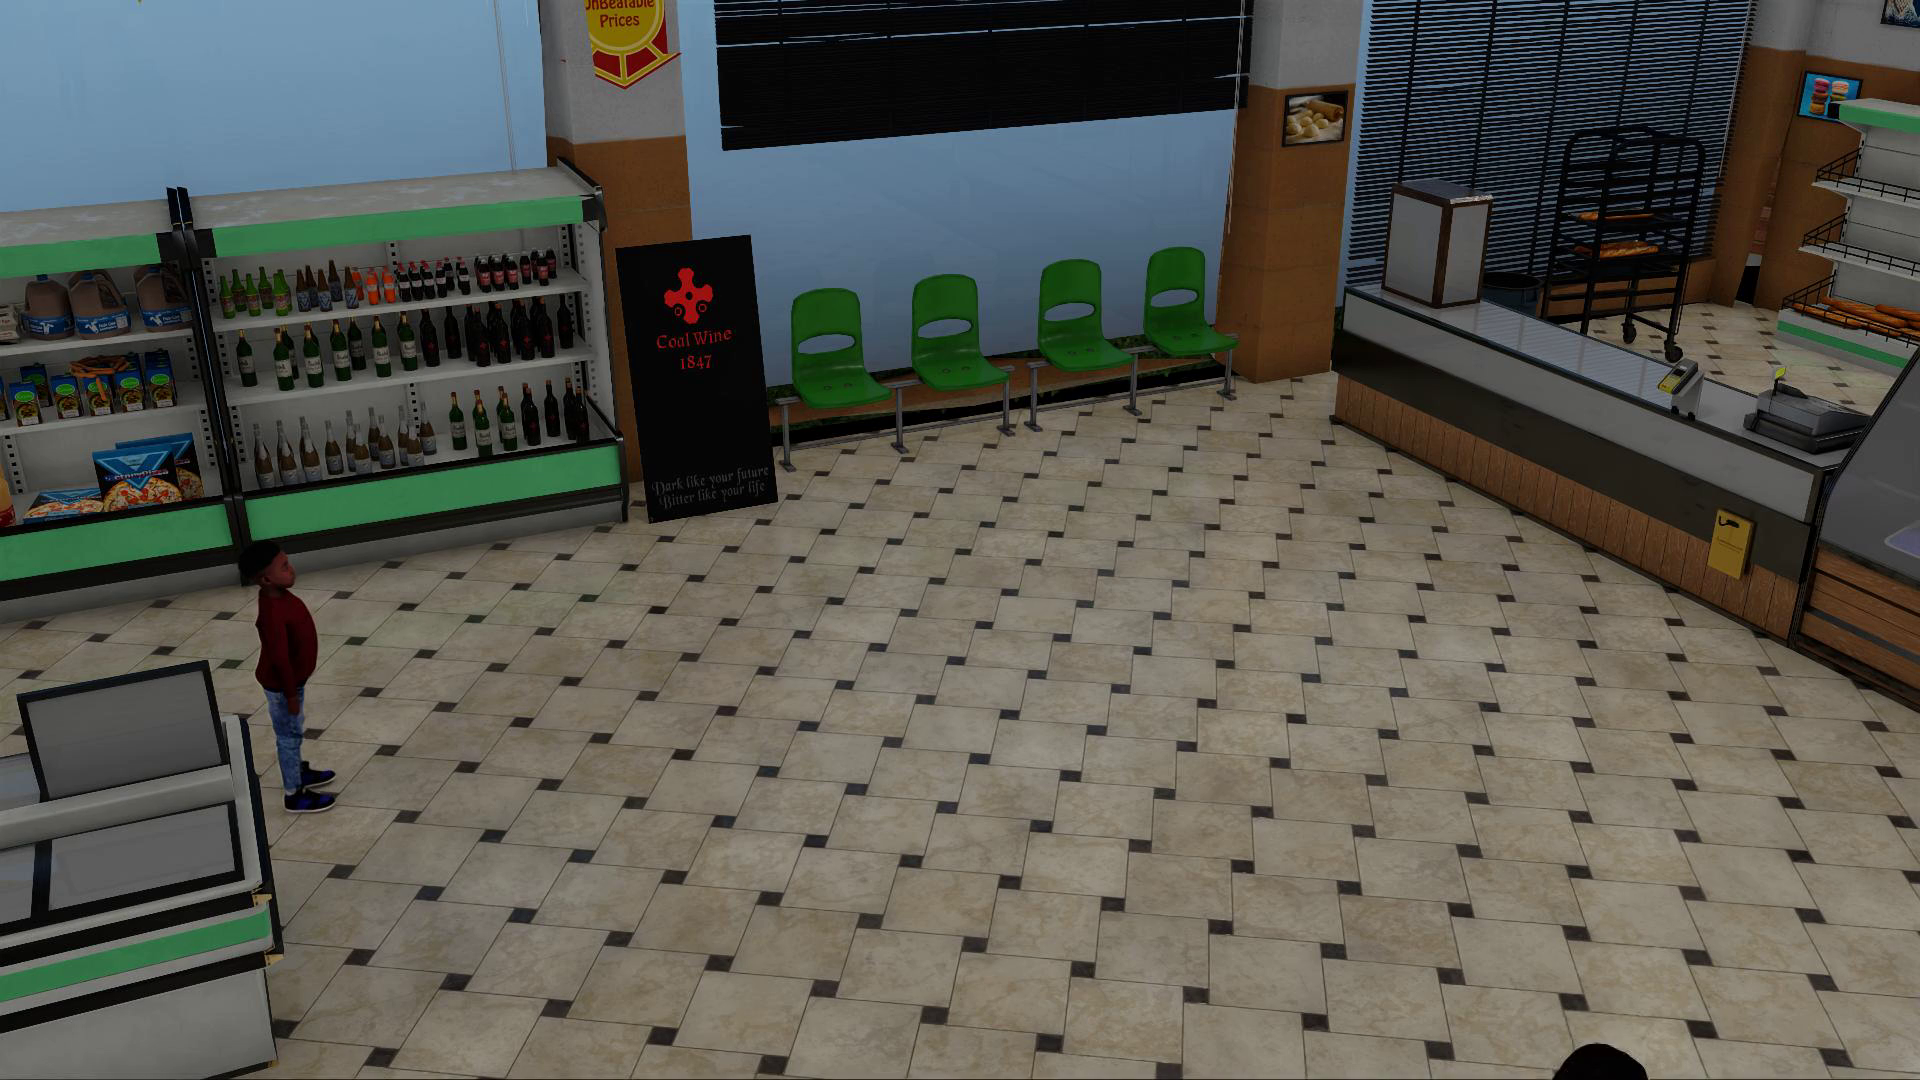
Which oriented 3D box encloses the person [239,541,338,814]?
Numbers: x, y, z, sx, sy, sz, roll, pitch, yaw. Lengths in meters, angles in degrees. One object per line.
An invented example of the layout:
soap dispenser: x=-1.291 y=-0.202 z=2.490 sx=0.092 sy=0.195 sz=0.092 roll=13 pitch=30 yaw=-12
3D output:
person: x=-2.945 y=0.584 z=7.227 sx=0.493 sy=1.254 sz=0.501 roll=-9 pitch=25 yaw=-19
